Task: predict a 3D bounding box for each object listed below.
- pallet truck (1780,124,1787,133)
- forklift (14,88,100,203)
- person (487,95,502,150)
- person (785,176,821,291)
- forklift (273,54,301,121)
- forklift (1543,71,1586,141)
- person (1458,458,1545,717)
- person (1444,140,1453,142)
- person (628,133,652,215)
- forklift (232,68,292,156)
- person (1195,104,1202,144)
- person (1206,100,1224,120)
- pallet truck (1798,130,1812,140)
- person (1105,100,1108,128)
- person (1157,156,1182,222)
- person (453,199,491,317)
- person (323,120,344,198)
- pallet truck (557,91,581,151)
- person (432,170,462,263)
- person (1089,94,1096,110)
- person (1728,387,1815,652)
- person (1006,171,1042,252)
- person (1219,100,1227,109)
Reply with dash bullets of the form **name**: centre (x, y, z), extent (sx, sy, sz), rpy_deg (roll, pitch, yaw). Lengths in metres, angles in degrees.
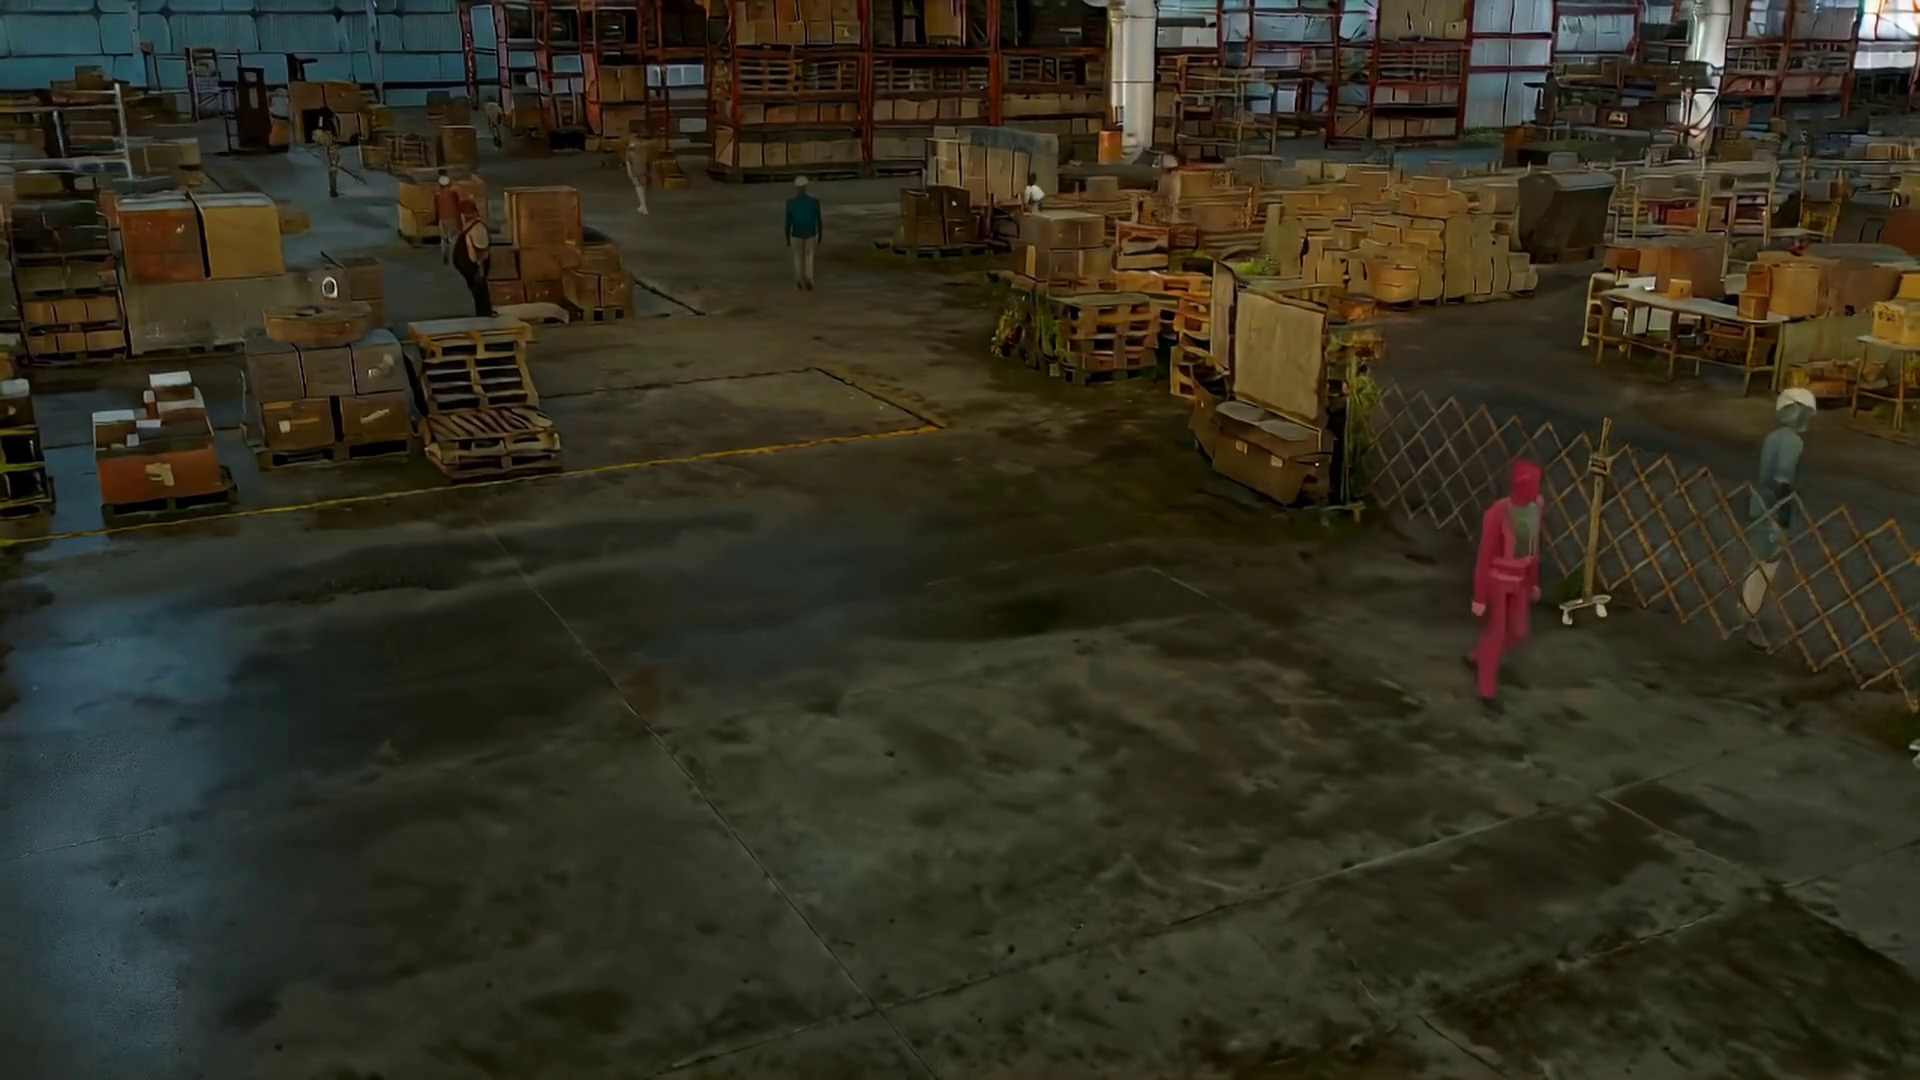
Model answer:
- **pallet truck**: centre (25.206, -12.542, 52.601), extent (1.601, 1.201, 0.680), rpy_deg (0, 18, -2)
- **forklift**: centre (-22.723, -9.866, 41.591), extent (1.873, 2.768, 1.129), rpy_deg (-9, 20, -26)
- **person**: centre (-16.082, -14.417, 57.422), extent (0.326, 1.872, 0.526), rpy_deg (16, 24, 41)
- **person**: centre (-2.715, -5.309, 28.848), extent (0.626, 1.970, 0.790), rpy_deg (0, 18, -1)
- **forklift**: centre (-28.190, -19.170, 70.600), extent (1.873, 2.768, 1.129), rpy_deg (-9, 20, -26)
- **forklift**: centre (18.685, -13.231, 52.085), extent (1.873, 2.768, 1.129), rpy_deg (-9, 20, -26)
- **person**: centre (3.745, 0.301, 11.534), extent (0.613, 1.867, 0.540), rpy_deg (-13, 22, -35)
- **person**: centre (17.885, -15.351, 60.701), extent (0.274, 1.632, 0.507), rpy_deg (16, 24, 41)
- **person**: centre (-7.618, -8.734, 39.651), extent (0.553, 1.901, 0.949), rpy_deg (-9, 20, -27)
- **forklift**: centre (-23.426, -14.270, 55.322), extent (1.129, 2.768, 1.873), rpy_deg (6, 19, 18)
- **person**: centre (7.921, -13.639, 55.286), extent (0.409, 1.677, 0.586), rpy_deg (9, 20, 26)
- **person**: centre (8.591, -14.066, 56.320), extent (0.641, 1.886, 1.061), rpy_deg (-4, 18, -12)
- **pallet truck**: centre (25.526, -11.556, 49.408), extent (1.630, 1.274, 0.653), rpy_deg (-9, 20, -26)
- **person**: centre (5.664, -16.207, 63.321), extent (0.552, 1.648, 0.843), rpy_deg (-1, 18, -2)
- **person**: centre (4.337, -7.020, 34.431), extent (0.420, 1.817, 0.595), rpy_deg (-10, 20, -28)
- **person**: centre (-7.293, -4.072, 24.882), extent (0.537, 2.000, 0.675), rpy_deg (-7, 19, -22)
- **person**: centre (-16.241, -9.856, 43.033), extent (0.361, 1.964, 0.616), rpy_deg (-4, 18, -13)
- **pallet truck**: centre (-13.495, -14.412, 57.188), extent (0.823, 1.965, 1.885), rpy_deg (-3, 18, -9)
- **person**: centre (-9.868, -6.225, 32.052), extent (0.524, 1.760, 0.328), rpy_deg (-3, 18, -9)
- **person**: centre (5.398, -17.792, 68.331), extent (0.513, 1.616, 0.485), rpy_deg (11, 21, 31)
- **person**: centre (6.271, -0.153, 12.768), extent (0.388, 1.991, 0.726), rpy_deg (5, 19, 17)
- **person**: centre (1.343, -6.435, 32.854), extent (0.850, 1.652, 0.551), rpy_deg (-8, 20, -25)
- **person**: centre (10.301, -16.971, 65.788), extent (0.757, 1.611, 0.515), rpy_deg (-6, 19, -18)
